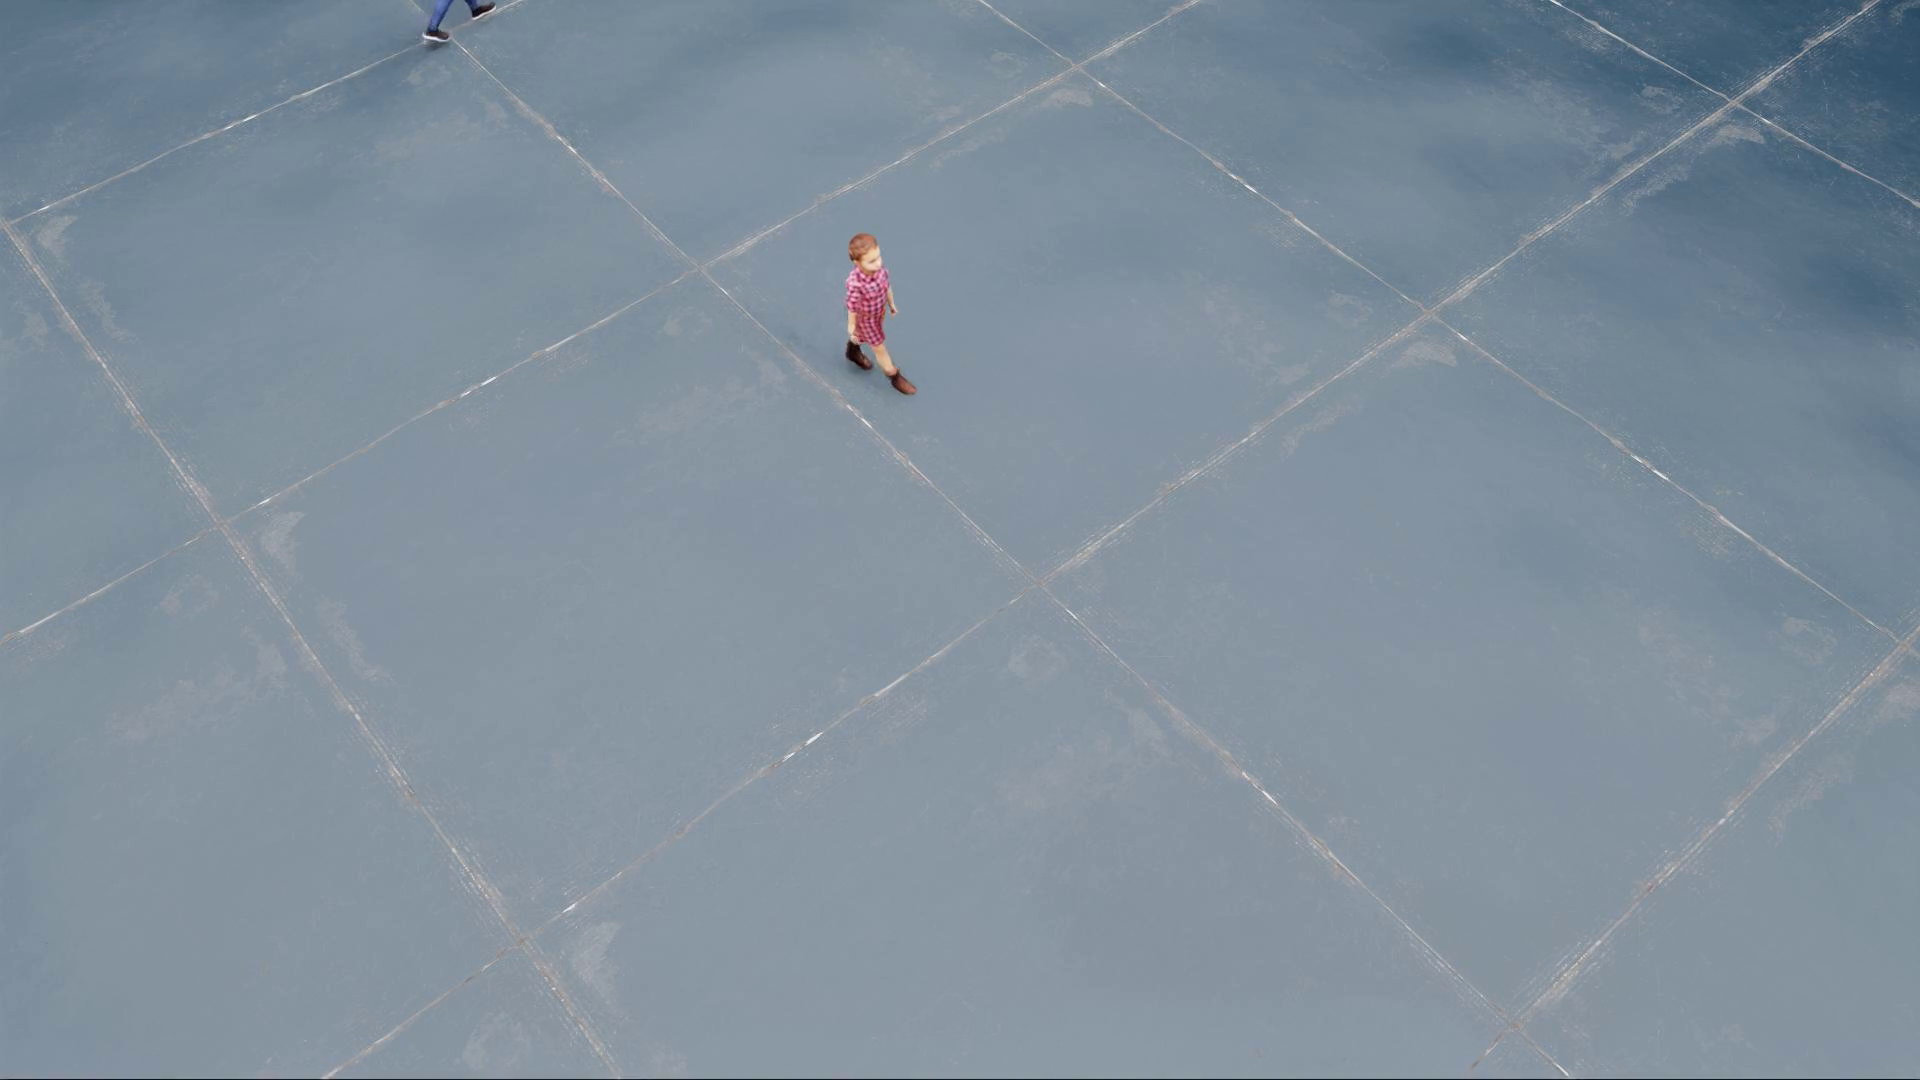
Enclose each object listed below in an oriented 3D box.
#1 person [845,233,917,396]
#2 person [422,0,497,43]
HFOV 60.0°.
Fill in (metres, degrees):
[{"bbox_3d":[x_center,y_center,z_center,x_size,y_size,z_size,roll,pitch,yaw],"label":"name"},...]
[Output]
[{"bbox_3d":[-0.513,-1.251,8.880,0.585,0.998,0.696,31,59,22],"label":"person"},{"bbox_3d":[-3.372,-3.746,10.753,0.786,1.090,0.442,-32,59,-23],"label":"person"}]
